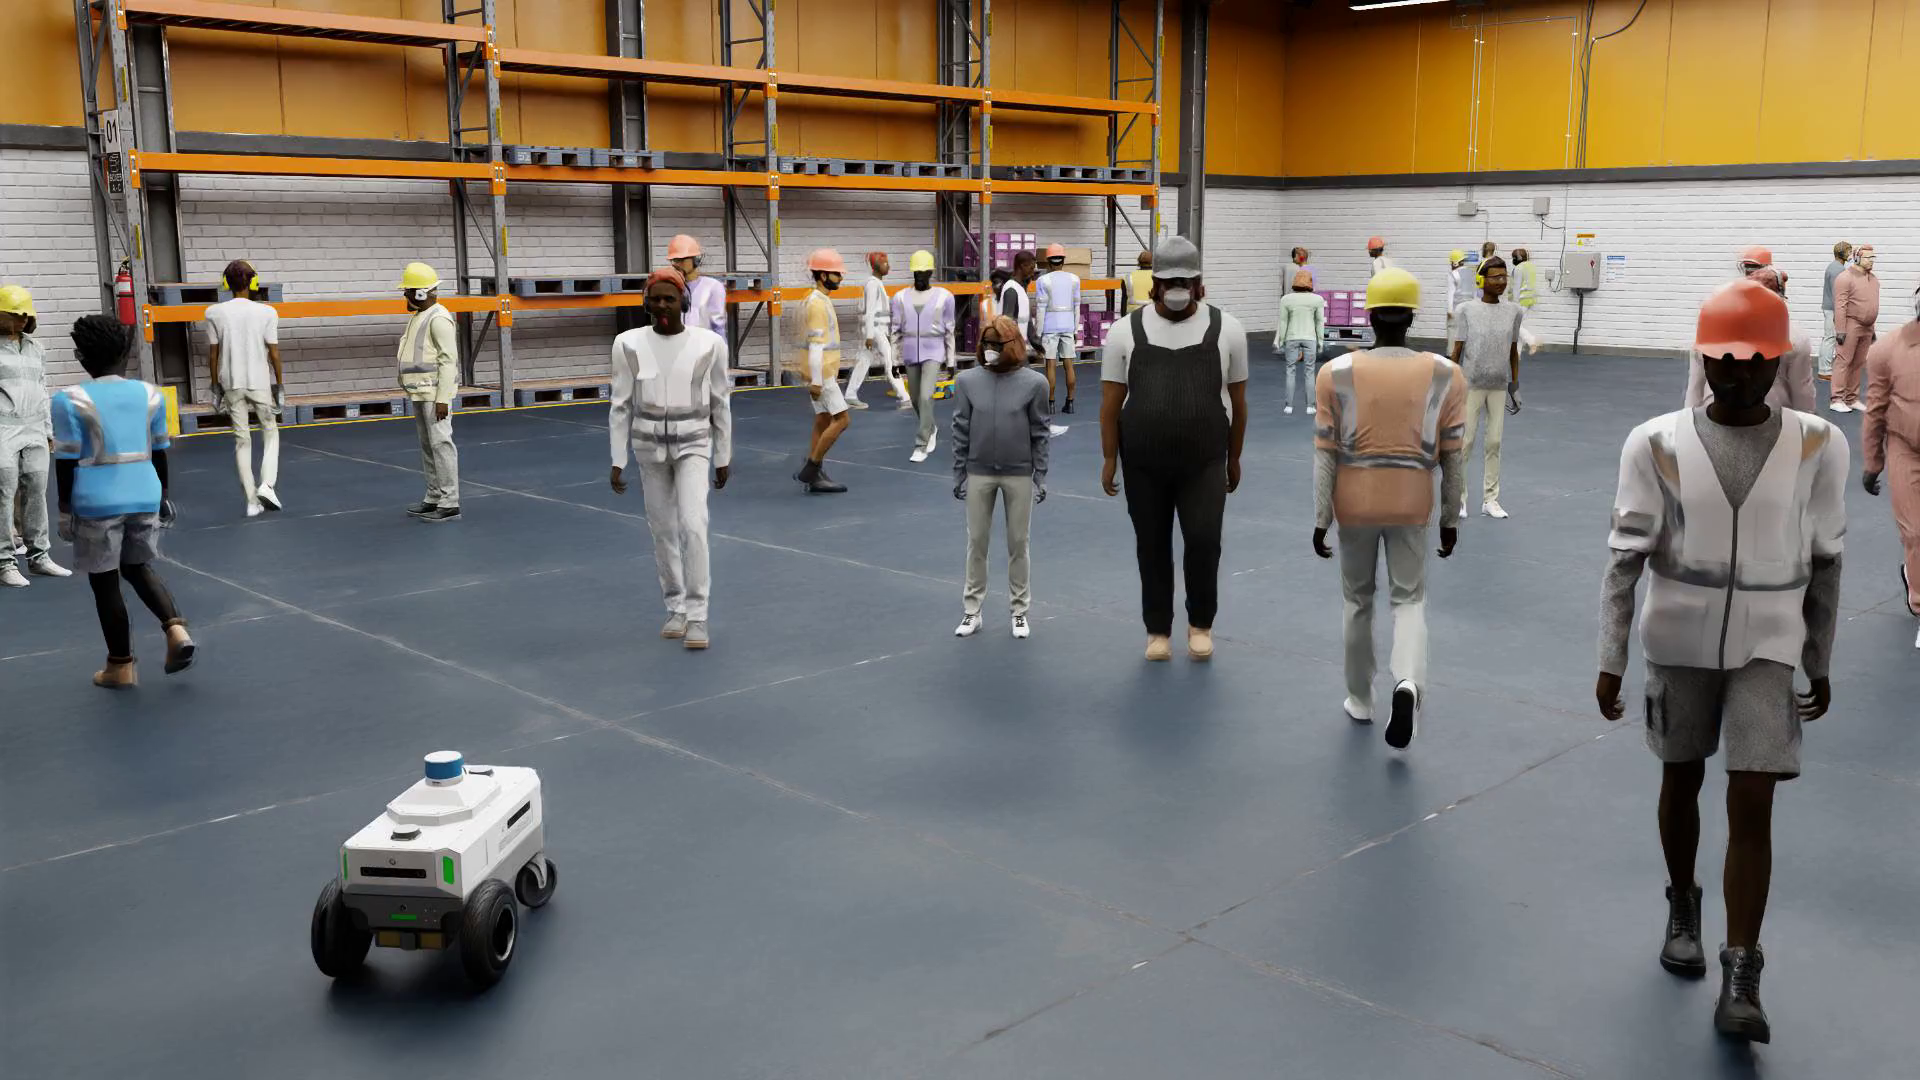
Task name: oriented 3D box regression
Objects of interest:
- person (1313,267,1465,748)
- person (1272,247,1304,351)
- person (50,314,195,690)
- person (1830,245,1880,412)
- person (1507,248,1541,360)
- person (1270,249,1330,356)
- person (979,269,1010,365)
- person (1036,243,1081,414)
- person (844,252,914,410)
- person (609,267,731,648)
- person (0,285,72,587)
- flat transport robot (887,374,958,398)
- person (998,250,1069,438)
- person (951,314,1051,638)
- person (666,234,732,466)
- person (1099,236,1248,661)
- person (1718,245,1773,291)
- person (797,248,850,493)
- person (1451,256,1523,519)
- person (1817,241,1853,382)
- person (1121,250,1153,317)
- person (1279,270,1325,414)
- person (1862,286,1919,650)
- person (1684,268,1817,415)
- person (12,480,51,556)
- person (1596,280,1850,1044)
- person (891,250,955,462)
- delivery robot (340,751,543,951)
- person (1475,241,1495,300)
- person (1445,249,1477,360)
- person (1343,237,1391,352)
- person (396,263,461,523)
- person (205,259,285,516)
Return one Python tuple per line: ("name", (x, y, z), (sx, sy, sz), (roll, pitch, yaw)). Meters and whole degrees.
("person", (1.703, -0.129, 6.641), (0.595, 1.902, 0.797), (1, 10, 8))
("person", (5.688, -4.116, 28.583), (0.527, 1.832, 0.890), (10, 14, 44))
("person", (-3.723, -0.154, 7.364), (0.403, 1.684, 0.535), (5, 12, 27))
("person", (10.318, -2.423, 19.124), (0.642, 1.908, 0.410), (-5, 12, -27))
("person", (9.172, -3.819, 26.994), (0.590, 1.813, 0.665), (9, 13, 39))
("person", (5.792, -3.995, 27.997), (0.972, 1.804, 0.580), (4, 11, 19))
("person", (0.477, -1.988, 17.407), (0.538, 1.680, 0.670), (5, 12, 26))
("person", (1.092, -2.385, 18.860), (0.542, 1.928, 0.374), (-4, 11, -20))
("person", (-0.927, -2.418, 19.315), (0.974, 1.829, 0.596), (0, 10, -1))
("person", (-1.434, -0.395, 8.183), (0.574, 1.858, 0.731), (0, 10, 1))
("person", (-5.461, -0.607, 9.681), (0.306, 1.739, 0.485), (3, 11, 17))
("flat transport robot", (-0.241, -1.954, 21.029), (0.652, 0.197, 1.431), (7, 12, 33))
("person", (0.646, -1.922, 16.505), (0.935, 1.866, 0.592), (1, 10, 5))
("person", (0.203, -0.316, 8.375), (0.501, 1.633, 0.288), (2, 11, 10))
("person", (-2.199, -1.513, 13.824), (0.629, 2.028, 0.687), (4, 11, 19))
("person", (0.993, -0.423, 7.848), (0.696, 2.000, 0.537), (2, 11, 10))
("person", (7.173, -1.729, 15.280), (1.067, 1.944, 0.605), (-10, 14, -43))
("person", (-1.046, -1.304, 12.998), (0.399, 1.923, 0.542), (-1, 10, -5))
("person", (3.766, -1.083, 11.913), (0.533, 1.871, 0.320), (0, 10, -2))
("person", (12.125, -3.156, 23.033), (0.358, 1.938, 0.636), (4, 11, 23))
("person", (2.411, -2.867, 21.777), (0.632, 1.829, 0.433), (3, 11, 14))
("person", (3.877, -2.246, 18.904), (0.507, 1.631, 0.266), (2, 11, 13))
("person", (4.902, -0.426, 8.364), (0.687, 1.865, 0.864), (4, 11, 22))
("person", (4.340, -0.564, 9.195), (1.018, 1.868, 0.644), (-7, 12, -33))
("person", (-6.035, -0.725, 10.579), (0.522, 1.645, 0.305), (8, 13, 38))
("person", (1.943, 0.302, 4.271), (0.576, 1.896, 0.915), (4, 11, 22))
("person", (-0.322, -1.690, 15.165), (0.595, 1.900, 0.887), (3, 11, 17))
("delivery robot", (-1.459, 0.845, 4.736), (0.477, 0.478, 0.707), (1, 10, 6))
("person", (9.119, -4.175, 28.637), (0.632, 1.923, 0.586), (-8, 13, -36))
("person", (8.024, -3.725, 26.522), (0.600, 1.805, 0.778), (-4, 11, -23))
("person", (6.998, -4.093, 28.021), (1.060, 1.973, 0.639), (8, 13, 36))
("person", (-3.770, -1.042, 11.800), (0.404, 1.828, 0.603), (-7, 13, -34))
("person", (-5.154, -1.091, 12.020), (0.511, 1.856, 0.378), (-3, 11, -15))
